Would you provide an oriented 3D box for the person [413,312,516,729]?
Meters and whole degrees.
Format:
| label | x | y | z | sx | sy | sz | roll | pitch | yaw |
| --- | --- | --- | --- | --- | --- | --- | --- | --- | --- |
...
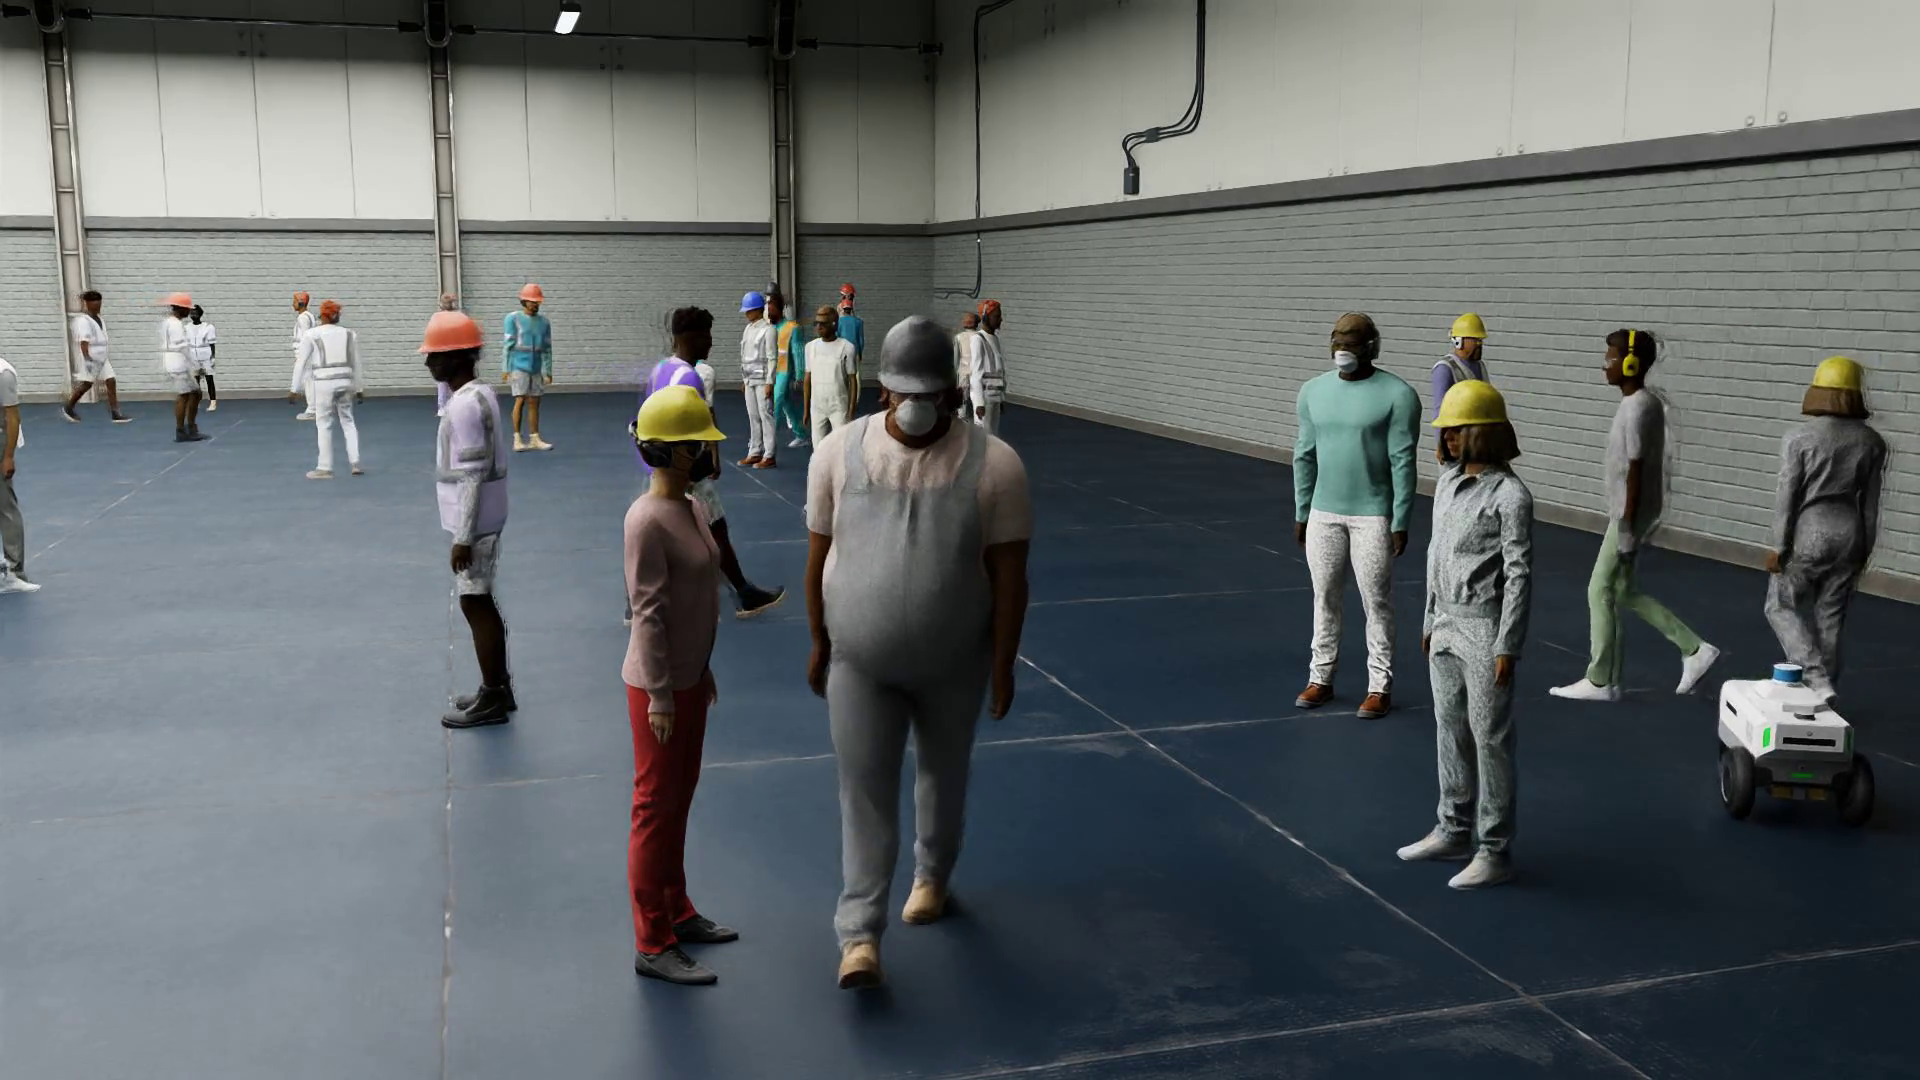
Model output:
| label | x | y | z | sx | sy | sz | roll | pitch | yaw |
| --- | --- | --- | --- | --- | --- | --- | --- | --- | --- |
| person | -2.297 | -0.086 | 7.742 | 0.406 | 1.929 | 0.590 | -2 | 9 | -11 |

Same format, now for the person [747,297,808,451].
| label | x | y | z | sx | sy | sz | roll | pitch | yaw |
| --- | --- | --- | --- | --- | --- | --- | --- | --- | --- |
| person | -2.236 | -2.034 | 20.352 | 0.614 | 1.861 | 1.025 | 9 | 12 | 43 |

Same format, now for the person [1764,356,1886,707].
| label | x | y | z | sx | sy | sz | roll | pitch | yaw |
| --- | --- | --- | --- | --- | --- | --- | --- | --- | --- |
| person | 3.991 | 0.019 | 7.676 | 0.498 | 1.728 | 0.409 | 0 | 9 | -3 |

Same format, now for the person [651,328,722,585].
| label | x | y | z | sx | sy | sz | roll | pitch | yaw |
| --- | --- | --- | --- | --- | --- | --- | --- | --- | --- |
| person | -1.835 | -0.583 | 11.187 | 0.511 | 1.837 | 0.353 | 5 | 10 | 29 |

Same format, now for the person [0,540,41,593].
| label | x | y | z | sx | sy | sz | roll | pitch | yaw |
| --- | --- | --- | --- | --- | --- | --- | --- | --- | --- |
| person | -6.607 | -0.461 | 10.875 | 0.898 | 1.693 | 0.486 | -1 | 9 | -8 |

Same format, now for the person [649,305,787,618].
| label | x | y | z | sx | sy | sz | roll | pitch | yaw |
| --- | --- | --- | --- | --- | --- | --- | --- | --- | --- |
| person | -1.558 | -0.445 | 10.053 | 0.998 | 1.914 | 0.612 | -5 | 10 | -30 |

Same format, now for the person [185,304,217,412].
| label | x | y | z | sx | sy | sz | roll | pitch | yaw |
| --- | --- | --- | --- | --- | --- | --- | --- | --- | --- |
| person | -11.938 | -2.850 | 26.110 | 0.530 | 1.689 | 0.322 | -1 | 9 | -4 |

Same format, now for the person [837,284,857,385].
| label | x | y | z | sx | sy | sz | roll | pitch | yaw |
| --- | --- | --- | --- | --- | --- | --- | --- | --- | --- |
| person | -2.042 | -3.637 | 30.154 | 0.381 | 1.994 | 0.619 | -4 | 10 | -26 |

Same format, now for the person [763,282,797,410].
| label | x | y | z | sx | sy | sz | roll | pitch | yaw |
| --- | --- | --- | --- | --- | --- | --- | --- | --- | --- |
| person | -2.980 | -3.087 | 26.499 | 0.688 | 2.000 | 0.539 | 5 | 10 | 29 |

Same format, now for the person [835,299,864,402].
| label | x | y | z | sx | sy | sz | roll | pitch | yaw |
| --- | --- | --- | --- | --- | --- | --- | --- | --- | --- |
| person | -1.893 | -3.185 | 28.033 | 0.561 | 1.753 | 0.332 | -4 | 10 | -21 |

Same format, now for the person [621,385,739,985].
| label | x | y | z | sx | sy | sz | roll | pitch | yaw |
| --- | --- | --- | --- | --- | --- | --- | --- | --- | --- |
| person | -0.840 | 0.422 | 4.990 | 0.314 | 1.769 | 0.524 | 1 | 9 | 5 |

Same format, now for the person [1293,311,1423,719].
| label | x | y | z | sx | sy | sz | roll | pitch | yaw |
| --- | --- | --- | --- | --- | --- | --- | --- | --- | --- |
| person | 1.874 | -0.118 | 7.933 | 0.624 | 1.931 | 0.378 | 7 | 11 | 38 |

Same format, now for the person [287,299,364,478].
| label | x | y | z | sx | sy | sz | roll | pitch | yaw |
| --- | --- | --- | --- | --- | --- | --- | --- | --- | --- |
| person | -6.585 | -1.568 | 17.360 | 0.434 | 1.878 | 0.761 | 8 | 12 | 43 |

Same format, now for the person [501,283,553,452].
| label | x | y | z | sx | sy | sz | roll | pitch | yaw |
| --- | --- | --- | --- | --- | --- | --- | --- | --- | --- |
| person | -5.201 | -2.064 | 20.038 | 0.695 | 2.031 | 0.456 | -9 | 12 | -44 |

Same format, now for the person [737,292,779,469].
| label | x | y | z | sx | sy | sz | roll | pitch | yaw |
| --- | --- | --- | --- | --- | --- | --- | --- | --- | --- |
| person | -2.218 | -1.746 | 18.273 | 0.400 | 1.938 | 0.602 | -7 | 11 | -37 |

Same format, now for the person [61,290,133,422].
| label | x | y | z | sx | sy | sz | roll | pitch | yaw |
| --- | --- | --- | --- | --- | --- | --- | --- | --- | --- |
| person | -12.615 | -2.659 | 24.138 | 0.948 | 1.931 | 0.612 | 1 | 9 | 4 |

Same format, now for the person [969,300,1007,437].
| label | x | y | z | sx | sy | sz | roll | pitch | yaw |
| --- | --- | --- | --- | --- | --- | --- | --- | --- | --- |
| person | 0.274 | -1.326 | 15.766 | 0.348 | 1.882 | 0.584 | 3 | 9 | 20 |

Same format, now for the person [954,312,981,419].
| label | x | y | z | sx | sy | sz | roll | pitch | yaw |
| --- | --- | --- | --- | --- | --- | --- | --- | --- | --- |
| person | 0.158 | -2.198 | 22.110 | 0.512 | 1.639 | 0.312 | 5 | 10 | 29 |

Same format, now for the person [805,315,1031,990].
| label | x | y | z | sx | sy | sz | roll | pitch | yaw |
| --- | --- | --- | --- | --- | --- | --- | --- | --- | --- |
| person | -0.136 | 0.282 | 5.009 | 0.694 | 2.000 | 1.060 | 0 | 9 | 2 |

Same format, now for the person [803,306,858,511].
| label | x | y | z | sx | sy | sz | roll | pitch | yaw |
| --- | --- | --- | --- | --- | --- | --- | --- | --- | --- |
| person | -1.161 | -1.154 | 14.798 | 0.515 | 1.842 | 0.327 | 3 | 10 | 21 |

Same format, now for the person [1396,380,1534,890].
| label | x | y | z | sx | sy | sz | roll | pitch | yaw |
| --- | --- | --- | --- | --- | --- | --- | --- | --- | --- |
| person | 1.737 | 0.321 | 5.708 | 0.324 | 1.740 | 0.492 | -3 | 9 | -18 |

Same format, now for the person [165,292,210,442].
| label | x | y | z | sx | sy | sz | roll | pitch | yaw |
| --- | --- | --- | --- | --- | --- | --- | --- | --- | --- |
| person | -9.869 | -2.206 | 21.277 | 0.527 | 1.913 | 0.565 | -3 | 9 | -20 |

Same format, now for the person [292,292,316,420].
| label | x | y | z | sx | sy | sz | roll | pitch | yaw |
| --- | --- | --- | --- | --- | --- | --- | --- | --- | --- |
| person | -9.735 | -2.730 | 24.727 | 0.351 | 1.882 | 0.582 | -2 | 9 | -15 |

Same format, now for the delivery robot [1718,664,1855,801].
| label | x | y | z | sx | sy | sz | roll | pitch | yaw |
| --- | --- | --- | --- | --- | --- | --- | --- | --- | --- |
| delivery robot | 3.250 | 0.732 | 6.563 | 0.477 | 0.478 | 0.707 | 2 | 9 | 12 |

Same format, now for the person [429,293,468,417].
| label | x | y | z | sx | sy | sz | roll | pitch | yaw |
| --- | --- | --- | --- | --- | --- | --- | --- | --- | --- |
| person | -7.793 | -2.841 | 25.489 | 0.655 | 1.873 | 0.933 | 0 | 9 | 3 |

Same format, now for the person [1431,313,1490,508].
| label | x | y | z | sx | sy | sz | roll | pitch | yaw |
| --- | --- | --- | --- | --- | --- | --- | --- | --- | --- |
| person | 3.695 | -0.744 | 12.214 | 0.603 | 1.830 | 0.404 | -8 | 12 | -43 |

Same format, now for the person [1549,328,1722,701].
| label | x | y | z | sx | sy | sz | roll | pitch | yaw |
| --- | --- | --- | --- | --- | --- | --- | --- | --- | --- |
| person | 3.321 | -0.101 | 8.103 | 0.671 | 1.849 | 0.515 | 5 | 10 | 28 |

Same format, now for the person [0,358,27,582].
| label | x | y | z | sx | sy | sz | roll | pitch | yaw |
| --- | --- | --- | --- | --- | --- | --- | --- | --- | --- |
| person | -6.536 | -0.589 | 11.187 | 0.563 | 1.844 | 0.390 | 4 | 10 | 24 |
